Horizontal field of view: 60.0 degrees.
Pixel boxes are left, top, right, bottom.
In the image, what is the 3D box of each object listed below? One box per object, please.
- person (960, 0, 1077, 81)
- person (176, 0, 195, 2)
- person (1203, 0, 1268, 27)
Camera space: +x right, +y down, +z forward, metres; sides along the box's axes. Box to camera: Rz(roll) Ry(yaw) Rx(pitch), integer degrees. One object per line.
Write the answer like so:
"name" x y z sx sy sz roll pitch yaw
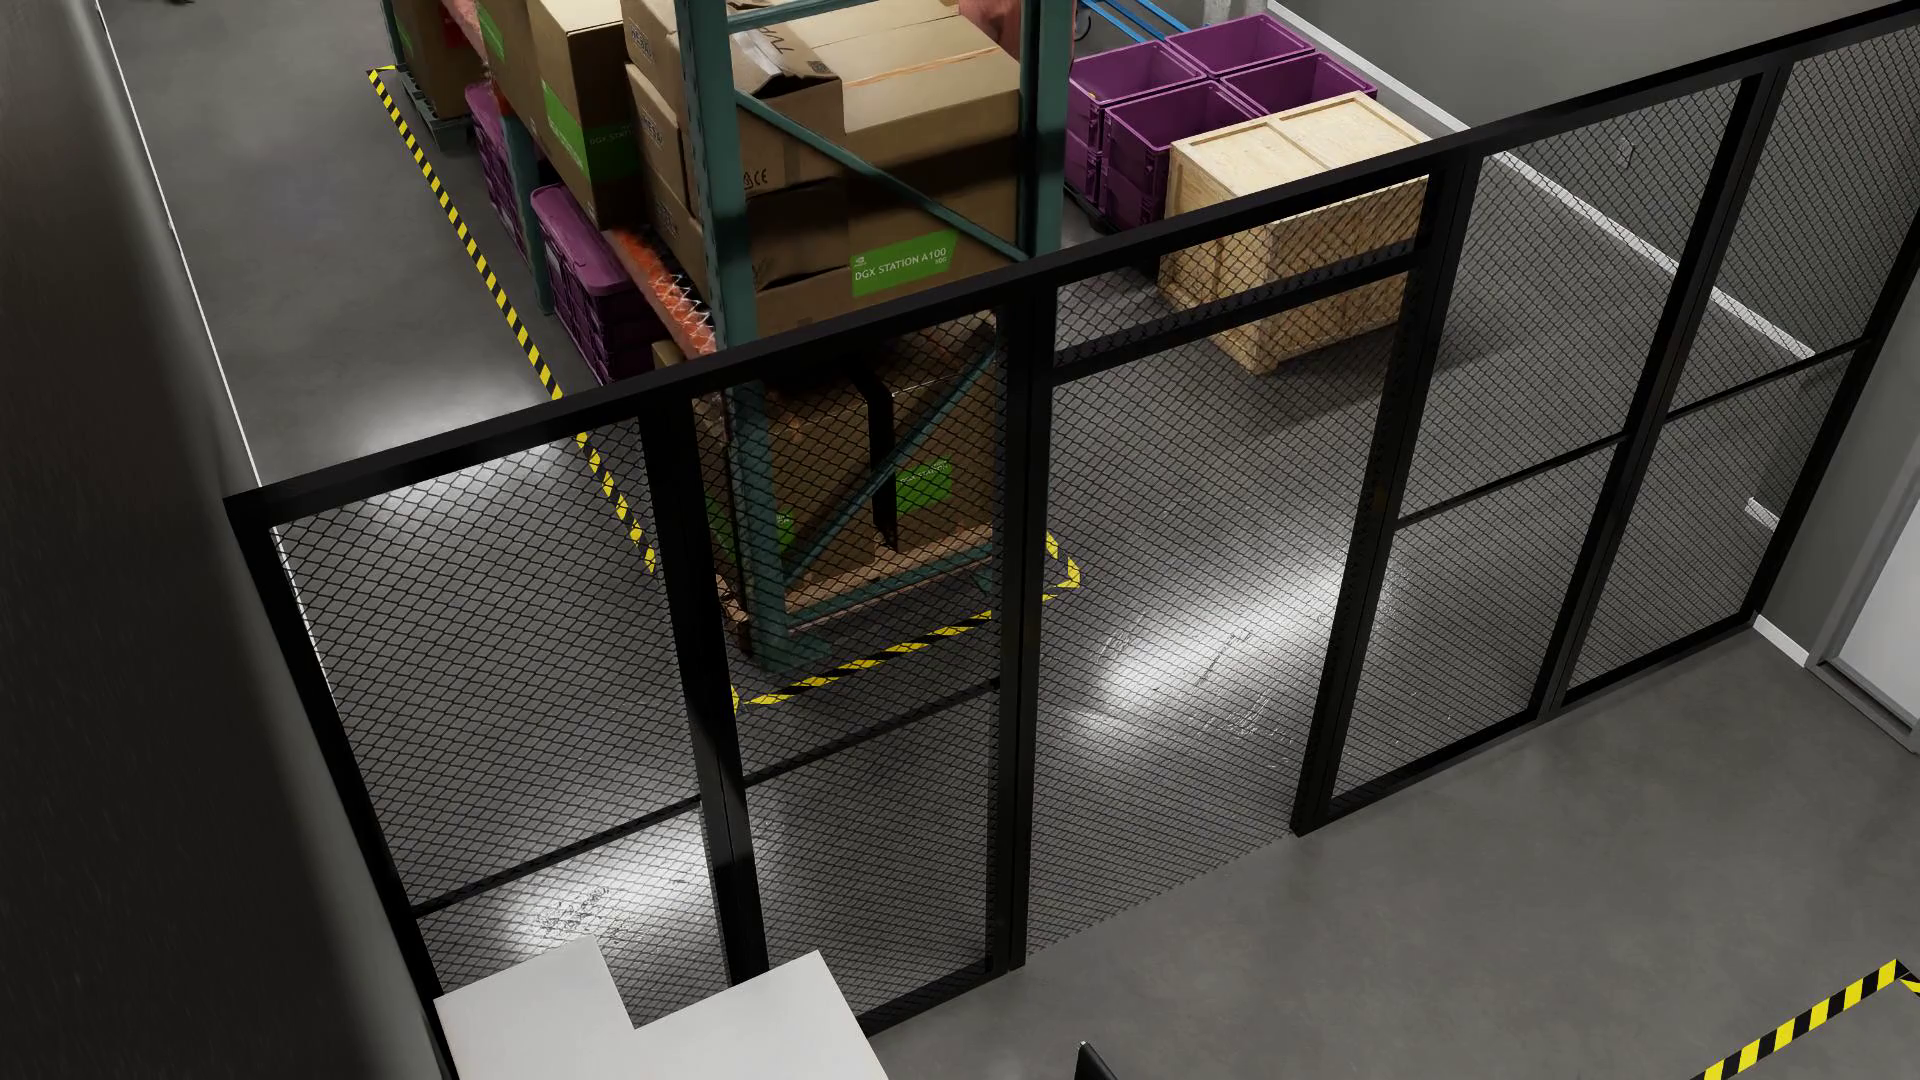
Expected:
"person" 0.215 -1.810 6.884 0.608 1.996 0.379 -31 51 -29
"person" -4.388 -3.985 9.333 0.663 1.901 0.462 -24 48 -24
"person" 1.440 -3.265 8.602 0.586 1.822 0.404 -17 45 -18
